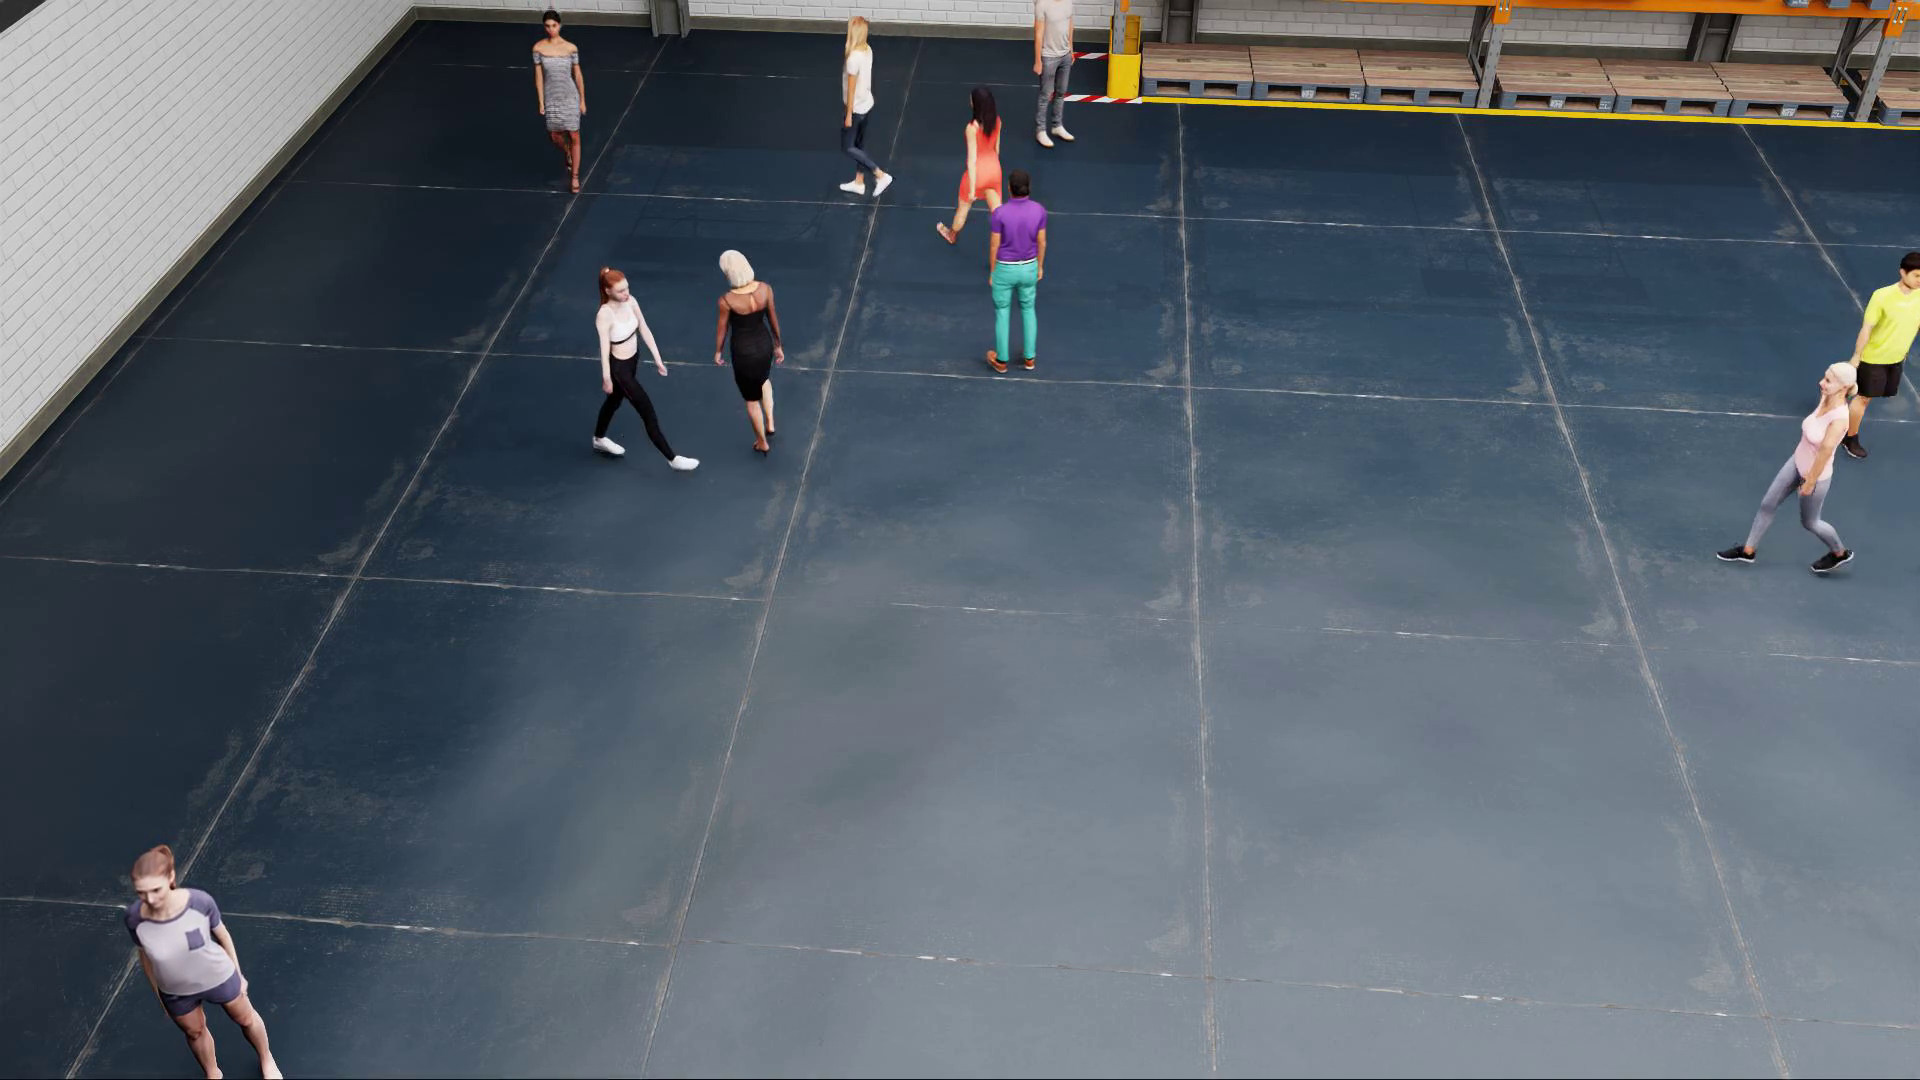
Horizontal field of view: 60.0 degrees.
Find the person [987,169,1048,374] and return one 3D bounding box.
[{"bbox_3d":[0.454,-2.197,13.587,0.597,1.764,0.742,-9,40,-12],"label":"person"}]

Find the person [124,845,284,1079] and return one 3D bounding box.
[{"bbox_3d":[-3.728,2.144,8.150,0.603,1.766,0.716,-11,40,-13],"label":"person"}]

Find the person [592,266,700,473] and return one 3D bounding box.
[{"bbox_3d":[-2.597,-1.278,12.504,1.278,1.680,0.849,14,41,17],"label":"person"}]

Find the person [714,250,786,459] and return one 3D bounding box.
[{"bbox_3d":[-1.537,-1.360,12.577,0.758,1.717,0.832,-22,43,-25],"label":"person"}]

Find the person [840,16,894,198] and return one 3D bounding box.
[{"bbox_3d":[-0.902,-4.115,15.959,0.891,1.801,0.730,12,40,14],"label":"person"}]

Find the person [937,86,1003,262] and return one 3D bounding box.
[{"bbox_3d":[0.267,-3.200,14.922,1.098,1.666,1.182,-30,47,-32],"label":"person"}]

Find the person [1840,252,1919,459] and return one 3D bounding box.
[{"bbox_3d":[7.020,-1.475,12.744,0.939,1.689,0.876,-9,39,-11],"label":"person"}]

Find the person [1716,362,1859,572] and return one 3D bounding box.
[{"bbox_3d":[5.946,-0.456,11.463,1.091,1.695,0.536,3,39,4],"label":"person"}]

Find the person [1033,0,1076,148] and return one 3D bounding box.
[{"bbox_3d":[0.950,-4.960,16.947,0.747,1.889,0.799,-29,47,-31],"label":"person"}]

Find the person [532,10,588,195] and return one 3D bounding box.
[{"bbox_3d":[-3.859,-4.276,16.150,0.707,1.815,0.755,-5,39,-6],"label":"person"}]
